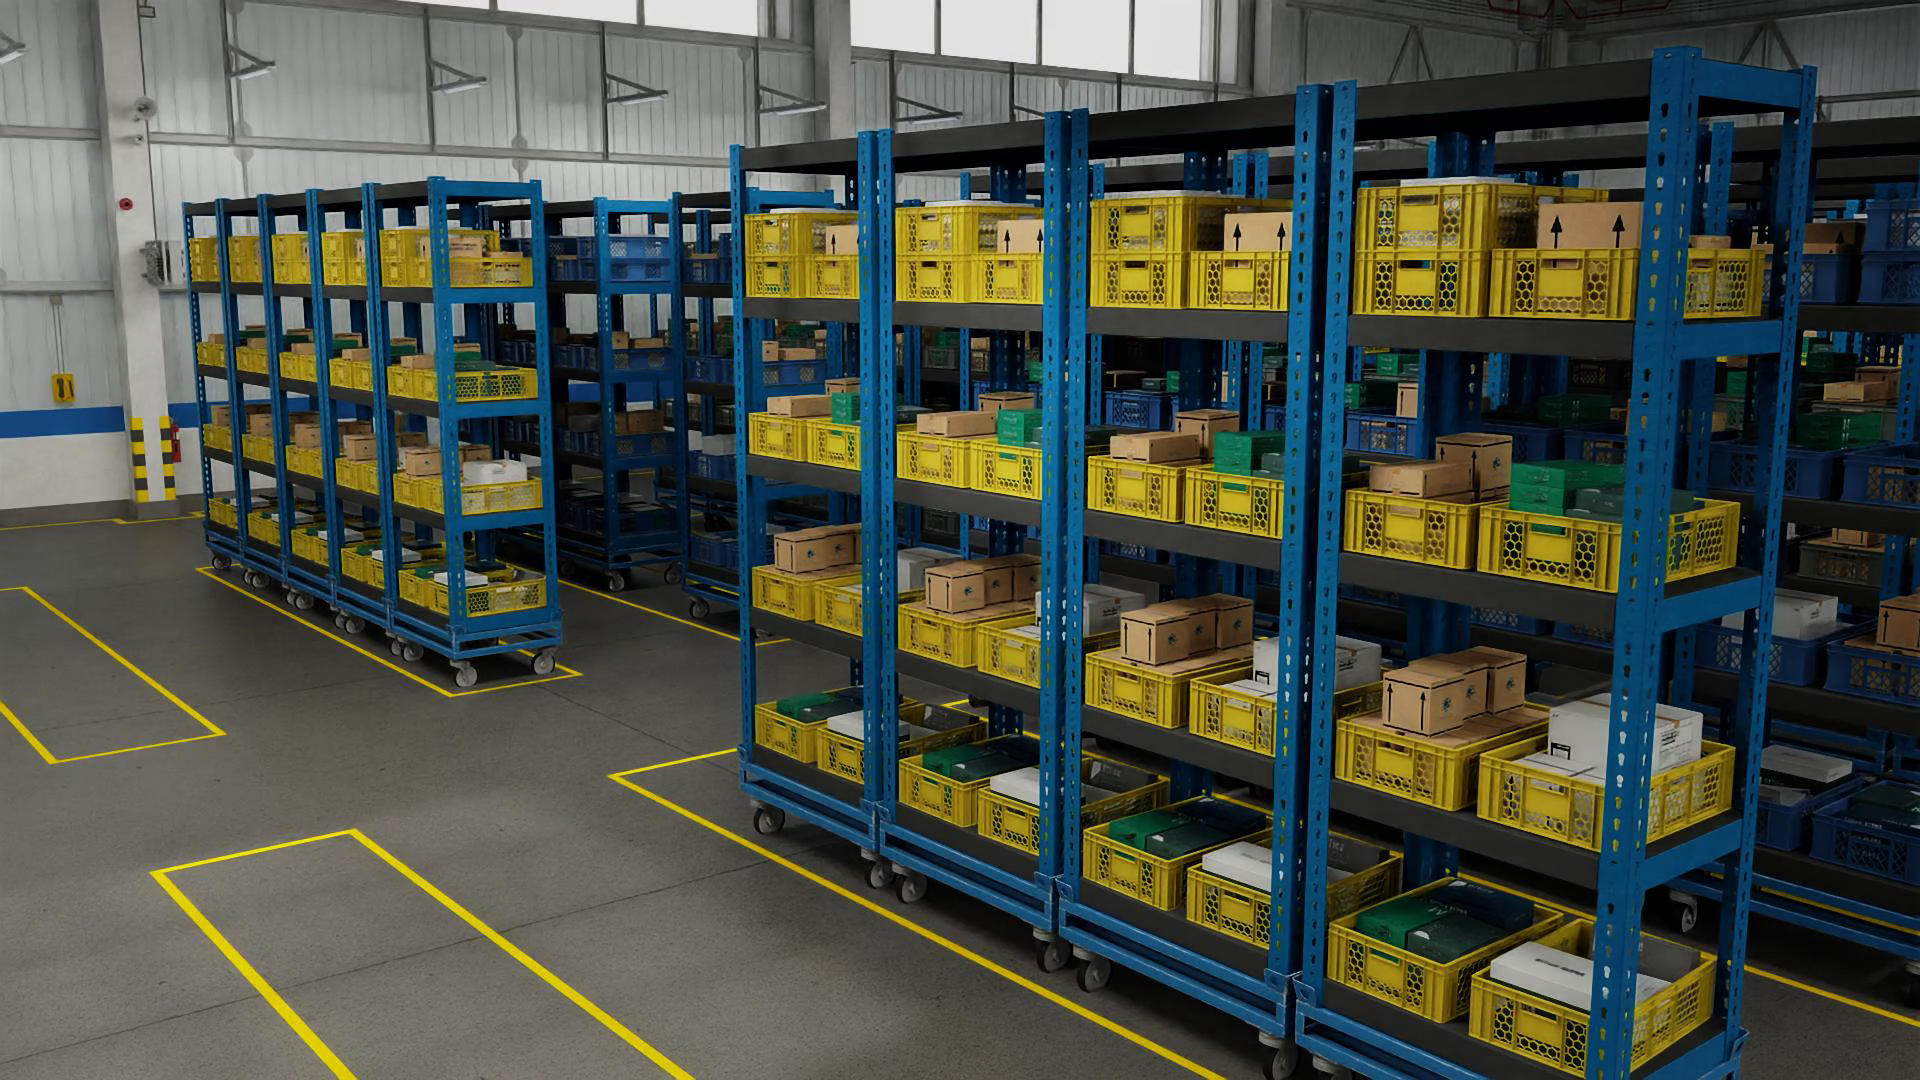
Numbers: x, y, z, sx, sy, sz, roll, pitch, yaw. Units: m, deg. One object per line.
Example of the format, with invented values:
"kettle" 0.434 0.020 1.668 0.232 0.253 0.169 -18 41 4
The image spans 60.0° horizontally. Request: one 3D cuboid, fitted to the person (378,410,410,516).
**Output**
"person" -6.685 -1.166 19.796 0.528 1.855 0.596 -3 10 -15
